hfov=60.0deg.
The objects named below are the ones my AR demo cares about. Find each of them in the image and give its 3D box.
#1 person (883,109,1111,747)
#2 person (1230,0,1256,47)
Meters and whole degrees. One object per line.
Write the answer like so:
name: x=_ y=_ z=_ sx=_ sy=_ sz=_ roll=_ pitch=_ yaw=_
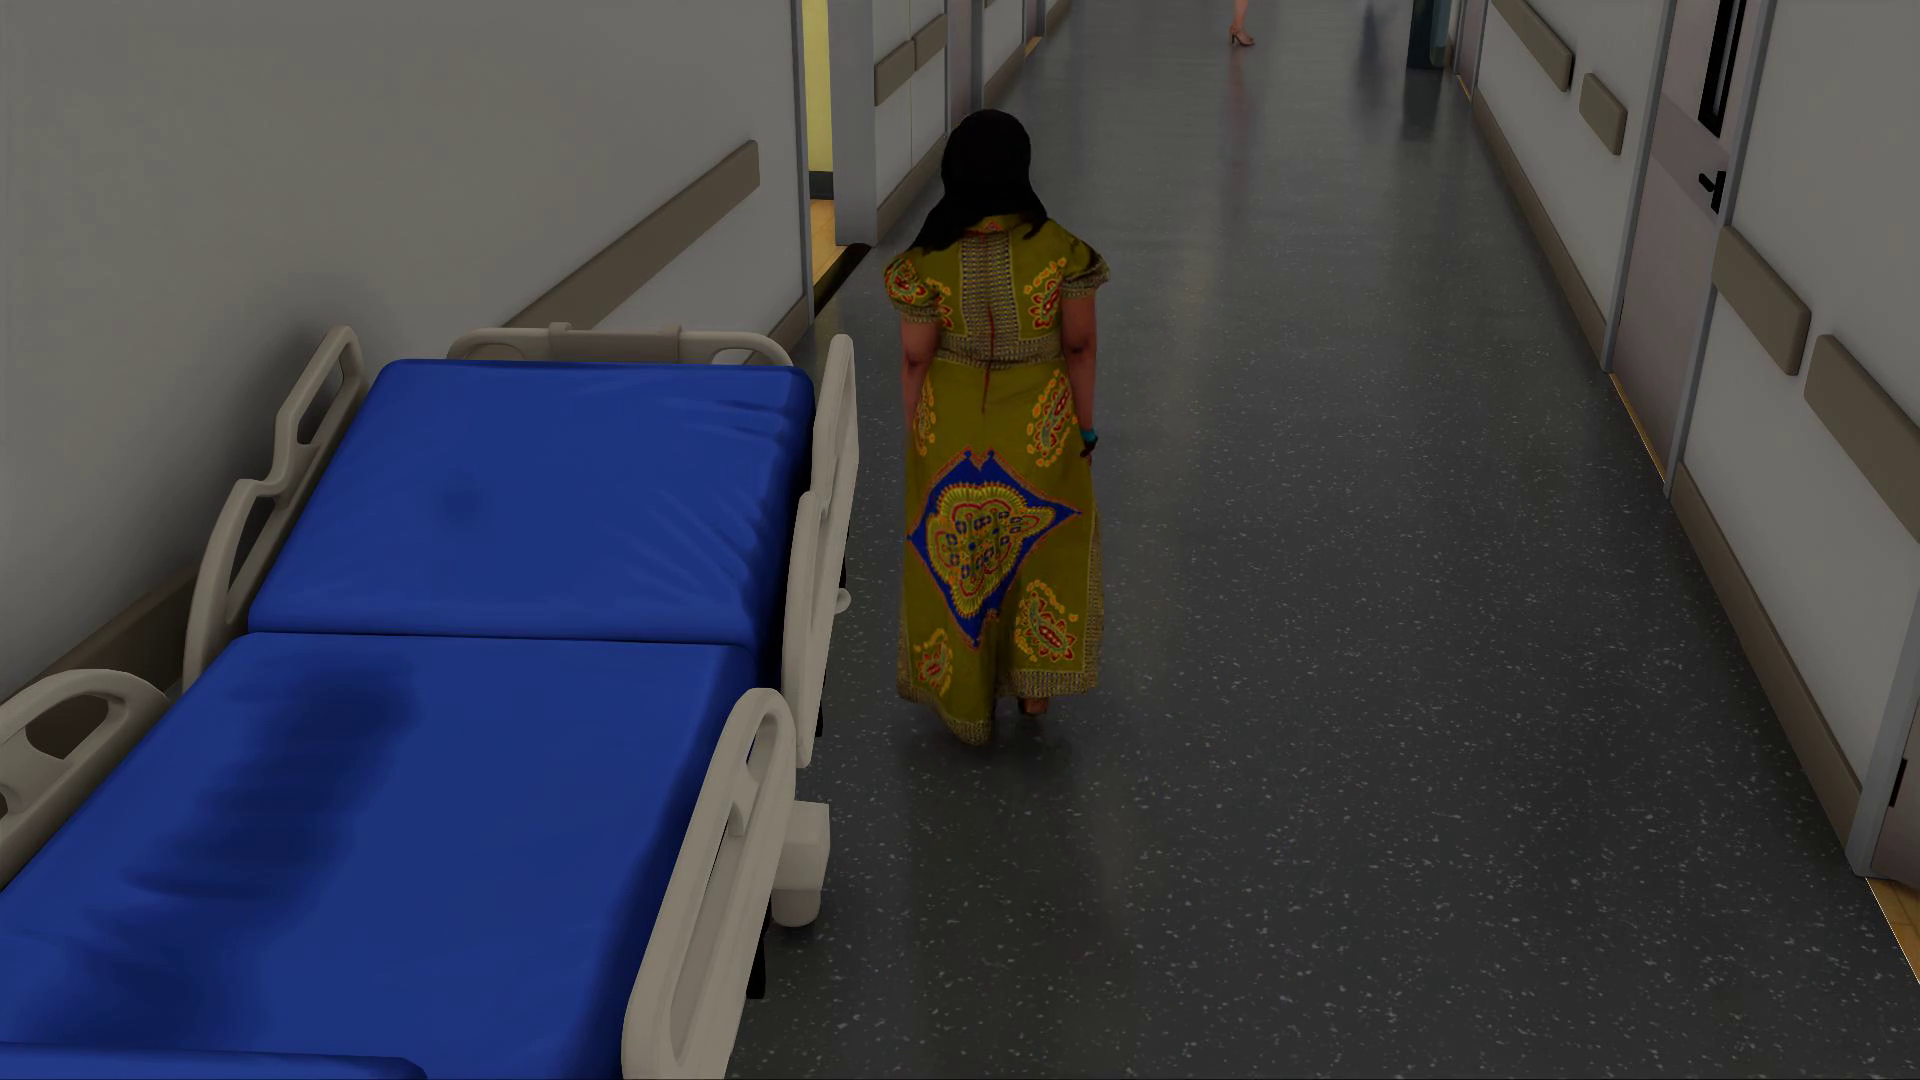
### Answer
person: x=0.098 y=-0.200 z=4.075 sx=0.829 sy=1.651 sz=0.870 roll=-1 pitch=26 yaw=-2
person: x=2.512 y=-5.162 z=14.227 sx=0.621 sy=1.770 sz=0.655 roll=3 pitch=26 yaw=7
